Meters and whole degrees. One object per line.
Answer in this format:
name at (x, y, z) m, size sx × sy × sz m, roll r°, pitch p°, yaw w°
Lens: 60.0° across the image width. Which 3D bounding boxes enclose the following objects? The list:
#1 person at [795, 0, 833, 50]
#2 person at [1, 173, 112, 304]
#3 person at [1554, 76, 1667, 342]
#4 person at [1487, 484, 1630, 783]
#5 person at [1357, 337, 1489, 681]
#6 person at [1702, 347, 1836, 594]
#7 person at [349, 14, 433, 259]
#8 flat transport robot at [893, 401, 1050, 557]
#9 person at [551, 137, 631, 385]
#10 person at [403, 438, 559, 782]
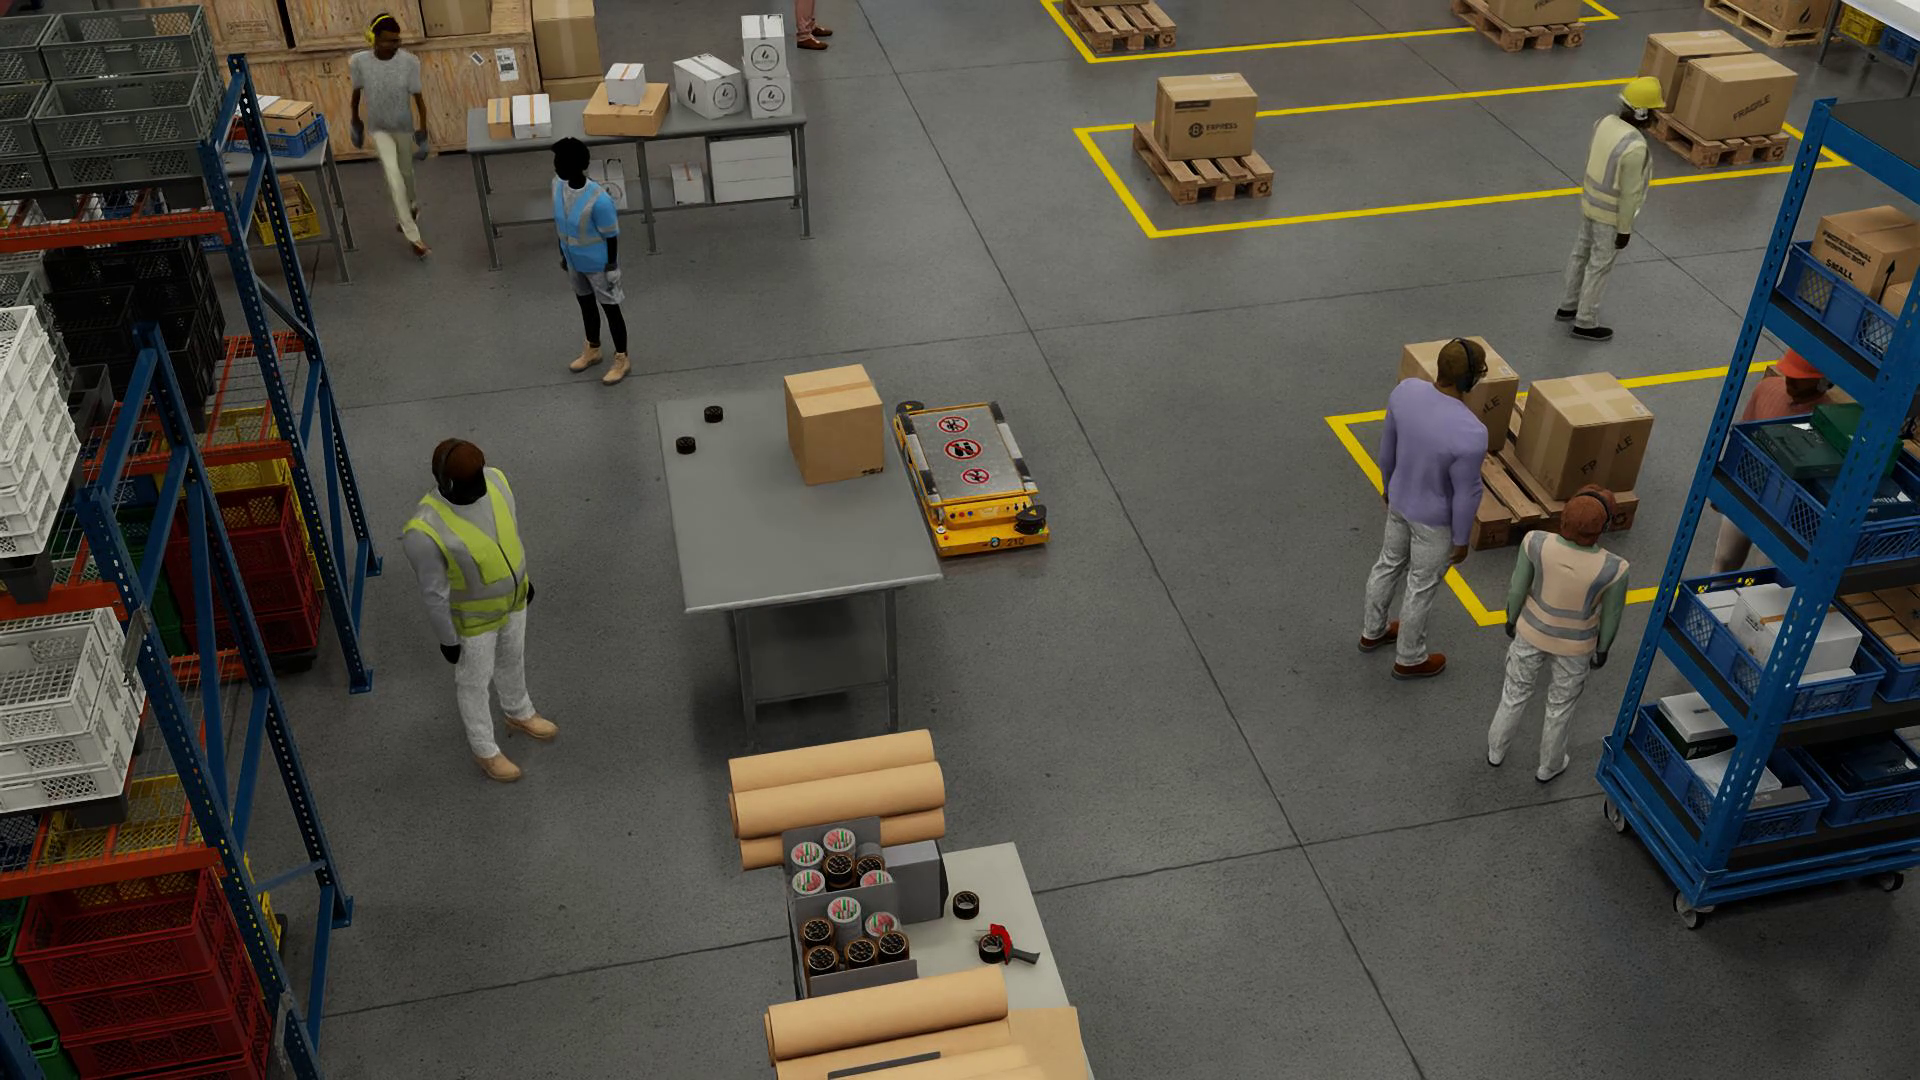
person at (-1.419, -5.642, 15.762) m, size 0.401 × 1.899 × 0.645 m, roll 1°, pitch 37°, yaw 1°
person at (-5.651, -1.769, 10.567) m, size 0.355 × 1.883 × 0.572 m, roll 24°, pitch 43°, yaw 28°
person at (4.403, -2.240, 11.245) m, size 0.404 × 1.827 × 0.600 m, roll -4°, pitch 37°, yaw -6°
person at (2.786, 0.455, 7.780) m, size 0.512 × 1.641 × 0.307 m, roll 21°, pitch 41°, yaw 25°
person at (2.336, -0.153, 8.349) m, size 0.353 × 1.937 × 0.635 m, roll -18°, pitch 40°, yaw -22°
person at (4.027, -0.160, 8.313) m, size 0.397 × 1.992 × 0.621 m, roll -16°, pitch 40°, yaw -21°
person at (-4.206, -3.005, 12.300) m, size 0.586 × 1.797 × 0.967 m, roll -13°, pitch 39°, yaw -17°
flat transport robot at (0.046, -0.430, 10.108) m, size 0.652 × 0.197 × 1.431 m, roll -8°, pitch 37°, yaw -10°
person at (-2.402, -1.812, 10.777) m, size 0.534 × 1.698 × 0.322 m, roll 24°, pitch 43°, yaw 29°
person at (-2.224, 0.309, 7.810) m, size 0.429 × 1.839 × 0.634 m, roll 16°, pitch 40°, yaw 21°
